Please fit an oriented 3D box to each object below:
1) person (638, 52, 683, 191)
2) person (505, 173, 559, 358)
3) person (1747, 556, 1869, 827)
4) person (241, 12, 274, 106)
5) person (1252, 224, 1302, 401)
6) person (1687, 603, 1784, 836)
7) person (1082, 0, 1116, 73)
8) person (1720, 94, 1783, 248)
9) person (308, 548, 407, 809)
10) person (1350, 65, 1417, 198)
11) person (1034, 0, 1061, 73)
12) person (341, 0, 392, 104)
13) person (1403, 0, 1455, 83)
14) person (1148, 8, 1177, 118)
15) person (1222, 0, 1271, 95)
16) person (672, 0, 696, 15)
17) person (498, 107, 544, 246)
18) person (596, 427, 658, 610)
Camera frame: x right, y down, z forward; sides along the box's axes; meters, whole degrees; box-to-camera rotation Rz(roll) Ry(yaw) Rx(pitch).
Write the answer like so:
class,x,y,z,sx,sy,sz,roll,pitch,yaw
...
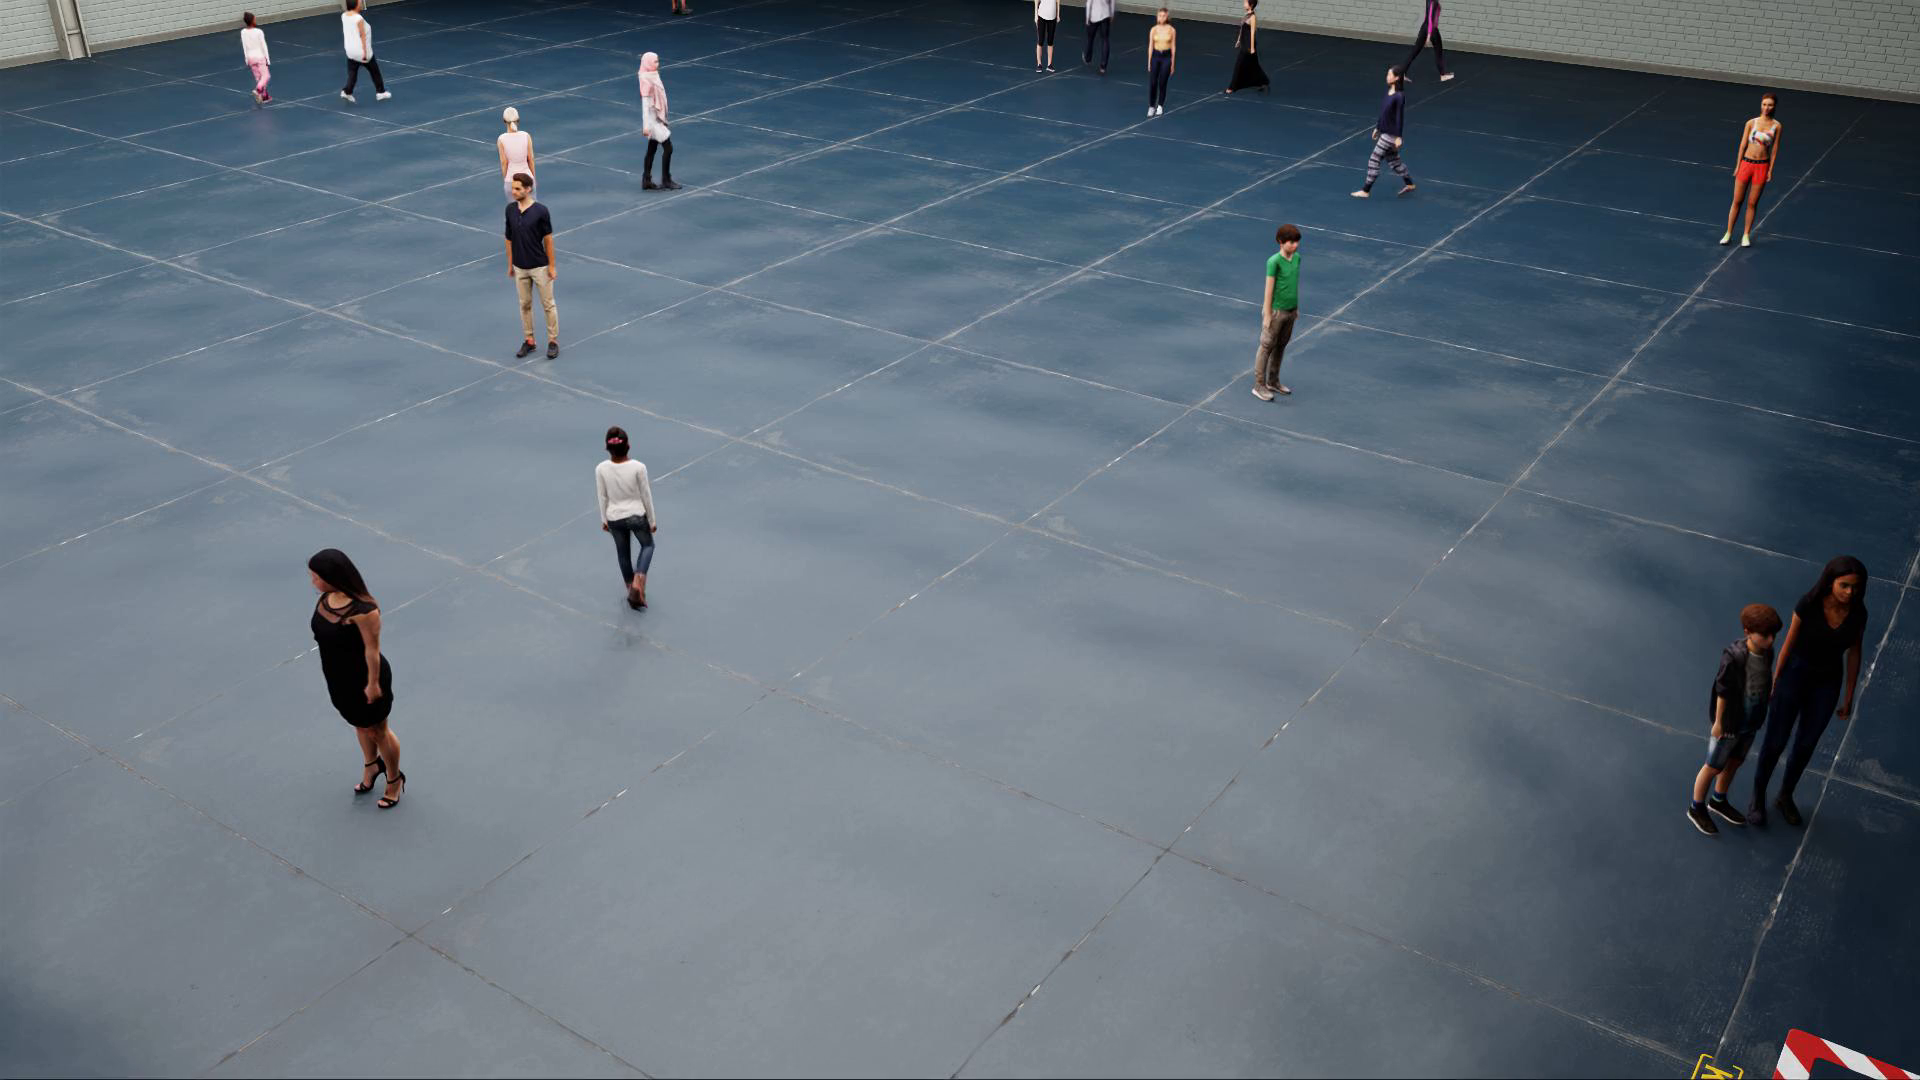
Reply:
class,x,y,z,sx,sy,sz,roll,pitch,yaw
person,-4.097,-5.453,21.776,0.904,1.784,0.868,2,27,3
person,-4.212,-2.716,16.383,0.710,1.855,0.680,5,28,9
person,4.898,0.835,9.620,0.688,1.733,0.698,5,28,10
person,-11.181,-7.632,26.392,0.793,1.432,0.957,3,27,6
person,2.967,-2.144,15.494,0.558,1.651,0.712,-20,33,-33
person,4.481,1.013,9.587,0.585,1.447,0.680,-13,30,-24
person,2.416,-8.929,28.506,1.194,1.802,1.245,-5,28,-10
person,9.409,-4.389,19.702,0.596,1.791,0.584,13,30,24
person,-3.503,0.796,9.718,0.654,1.714,0.693,-24,36,-39
person,5.635,-5.244,21.471,1.092,1.692,1.107,-2,27,-3
person,1.492,-8.997,28.655,0.669,1.788,0.738,-6,28,-11
person,-9.608,-7.778,26.430,0.678,1.657,1.068,16,31,28
person,7.686,-8.388,27.593,1.209,1.677,1.154,-5,28,-9
person,3.133,-7.408,25.759,0.740,1.612,0.842,4,27,7
person,4.758,-8.004,26.973,1.015,1.562,1.044,0,27,0
person,-5.810,-11.556,33.628,0.790,1.784,0.831,11,29,21
person,-5.119,-4.160,19.329,0.603,1.726,0.697,-12,30,-22
person,-2.370,-0.133,11.804,0.724,1.454,0.801,1,27,2
